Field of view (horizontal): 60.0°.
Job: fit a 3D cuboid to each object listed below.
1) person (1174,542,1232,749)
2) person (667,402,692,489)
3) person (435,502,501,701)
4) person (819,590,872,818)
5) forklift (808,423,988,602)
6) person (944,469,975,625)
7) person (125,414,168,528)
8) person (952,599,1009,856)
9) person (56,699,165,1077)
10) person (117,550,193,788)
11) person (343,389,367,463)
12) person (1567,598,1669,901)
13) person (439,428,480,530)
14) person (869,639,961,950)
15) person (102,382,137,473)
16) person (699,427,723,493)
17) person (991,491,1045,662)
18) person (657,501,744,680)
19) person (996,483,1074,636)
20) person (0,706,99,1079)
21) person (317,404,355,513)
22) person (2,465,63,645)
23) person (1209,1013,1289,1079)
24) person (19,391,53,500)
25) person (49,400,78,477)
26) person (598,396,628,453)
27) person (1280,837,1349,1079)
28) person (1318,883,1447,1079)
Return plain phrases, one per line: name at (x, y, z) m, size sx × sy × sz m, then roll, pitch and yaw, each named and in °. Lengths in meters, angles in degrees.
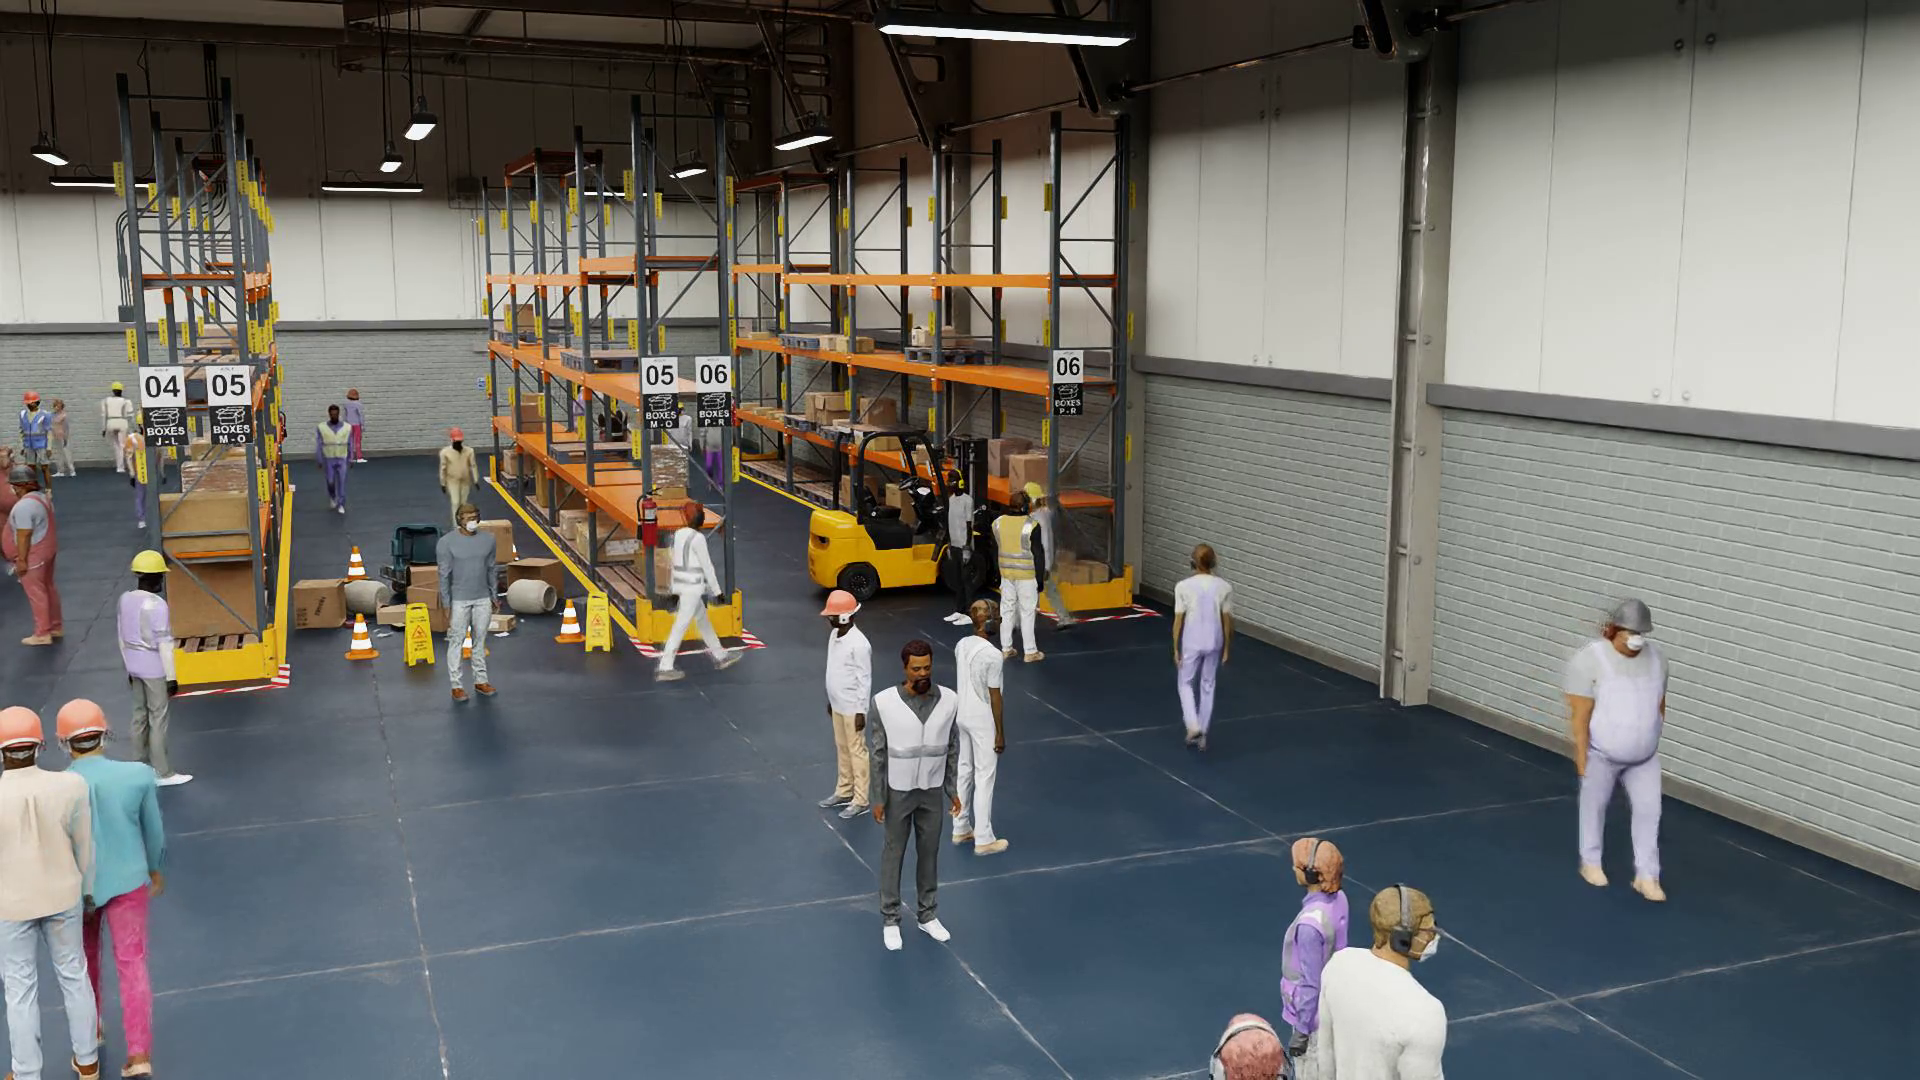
person at (2.103, 0.931, 14.439) m, size 0.515 × 1.829 × 0.443 m, roll 0°, pitch 9°, yaw -3°
person at (-5.425, -1.847, 32.139) m, size 0.525 × 1.769 × 0.316 m, roll -3°, pitch 10°, yaw -21°
person at (-4.790, 0.588, 16.264) m, size 0.627 × 1.940 × 0.375 m, roll -9°, pitch 12°, yaw -43°
person at (-0.880, 1.243, 12.736) m, size 0.339 × 1.747 × 0.564 m, roll -5°, pitch 10°, yaw -28°
forklift at (-0.830, -0.399, 21.676) m, size 2.313 × 2.155 × 1.214 m, roll -4°, pitch 10°, yaw -21°
person at (-0.003, 0.081, 19.727) m, size 0.327 × 1.861 × 0.499 m, roll -5°, pitch 10°, yaw -30°
person at (-13.297, -1.132, 27.206) m, size 0.609 × 1.925 × 0.485 m, roll -8°, pitch 12°, yaw -40°
person at (0.147, 1.330, 11.935) m, size 0.349 × 1.837 × 0.502 m, roll -6°, pitch 11°, yaw -35°
person at (-4.455, 1.796, 8.655) m, size 0.617 × 1.953 × 1.001 m, roll -5°, pitch 11°, yaw -31°
person at (-6.540, 1.037, 13.484) m, size 0.594 × 1.922 × 0.386 m, roll 5°, pitch 11°, yaw 31°
person at (-13.397, -2.523, 36.807) m, size 0.508 × 1.632 × 0.274 m, roll 3°, pitch 10°, yaw 19°
person at (4.405, 1.366, 11.049) m, size 0.697 × 2.000 × 0.809 m, roll 0°, pitch 9°, yaw -1°
person at (-7.891, -0.904, 26.348) m, size 0.570 × 1.716 × 0.828 m, roll -7°, pitch 12°, yaw -38°
person at (-0.281, 1.547, 10.289) m, size 0.587 × 1.920 × 0.391 m, roll -4°, pitch 10°, yaw -23°
person at (-17.719, -2.390, 35.147) m, size 0.618 × 1.884 × 0.918 m, roll -1°, pitch 9°, yaw -6°
person at (-4.647, -1.743, 31.593) m, size 0.594 × 1.726 × 0.579 m, roll -1°, pitch 9°, yaw -7°
person at (0.644, 0.386, 17.846) m, size 0.627 × 1.844 × 0.429 m, roll 6°, pitch 11°, yaw 32°
person at (-2.711, 0.511, 17.128) m, size 1.016 × 1.824 × 0.584 m, roll -5°, pitch 10°, yaw -30°
person at (0.876, 0.229, 19.049) m, size 0.966 × 1.775 × 0.610 m, roll 1°, pitch 9°, yaw 4°
person at (-4.666, 1.815, 8.365) m, size 0.612 × 1.994 × 0.394 m, roll -9°, pitch 13°, yaw -44°
person at (-10.878, -1.423, 29.021) m, size 0.613 × 1.905 × 0.489 m, roll -4°, pitch 10°, yaw -23°
person at (-10.473, 0.146, 18.729) m, size 0.535 × 2.000 × 0.694 m, roll -2°, pitch 9°, yaw -10°
person at (0.887, 2.383, 5.139) m, size 0.650 × 1.894 × 0.424 m, roll 0°, pitch 9°, yaw -1°
person at (-16.930, -1.718, 30.463) m, size 0.607 × 2.041 × 0.377 m, roll 0°, pitch 9°, yaw 2°
person at (-18.426, -2.072, 34.049) m, size 0.615 × 1.612 × 0.326 m, roll 4°, pitch 10°, yaw 23°
person at (-6.330, -1.691, 30.279) m, size 0.377 × 2.045 × 0.605 m, roll 8°, pitch 12°, yaw 42°
person at (1.595, 2.134, 7.475) m, size 0.307 × 1.639 × 0.525 m, roll 4°, pitch 10°, yaw 25°
person at (1.554, 2.201, 6.124) m, size 0.369 × 1.936 × 0.630 m, roll -4°, pitch 10°, yaw -23°
